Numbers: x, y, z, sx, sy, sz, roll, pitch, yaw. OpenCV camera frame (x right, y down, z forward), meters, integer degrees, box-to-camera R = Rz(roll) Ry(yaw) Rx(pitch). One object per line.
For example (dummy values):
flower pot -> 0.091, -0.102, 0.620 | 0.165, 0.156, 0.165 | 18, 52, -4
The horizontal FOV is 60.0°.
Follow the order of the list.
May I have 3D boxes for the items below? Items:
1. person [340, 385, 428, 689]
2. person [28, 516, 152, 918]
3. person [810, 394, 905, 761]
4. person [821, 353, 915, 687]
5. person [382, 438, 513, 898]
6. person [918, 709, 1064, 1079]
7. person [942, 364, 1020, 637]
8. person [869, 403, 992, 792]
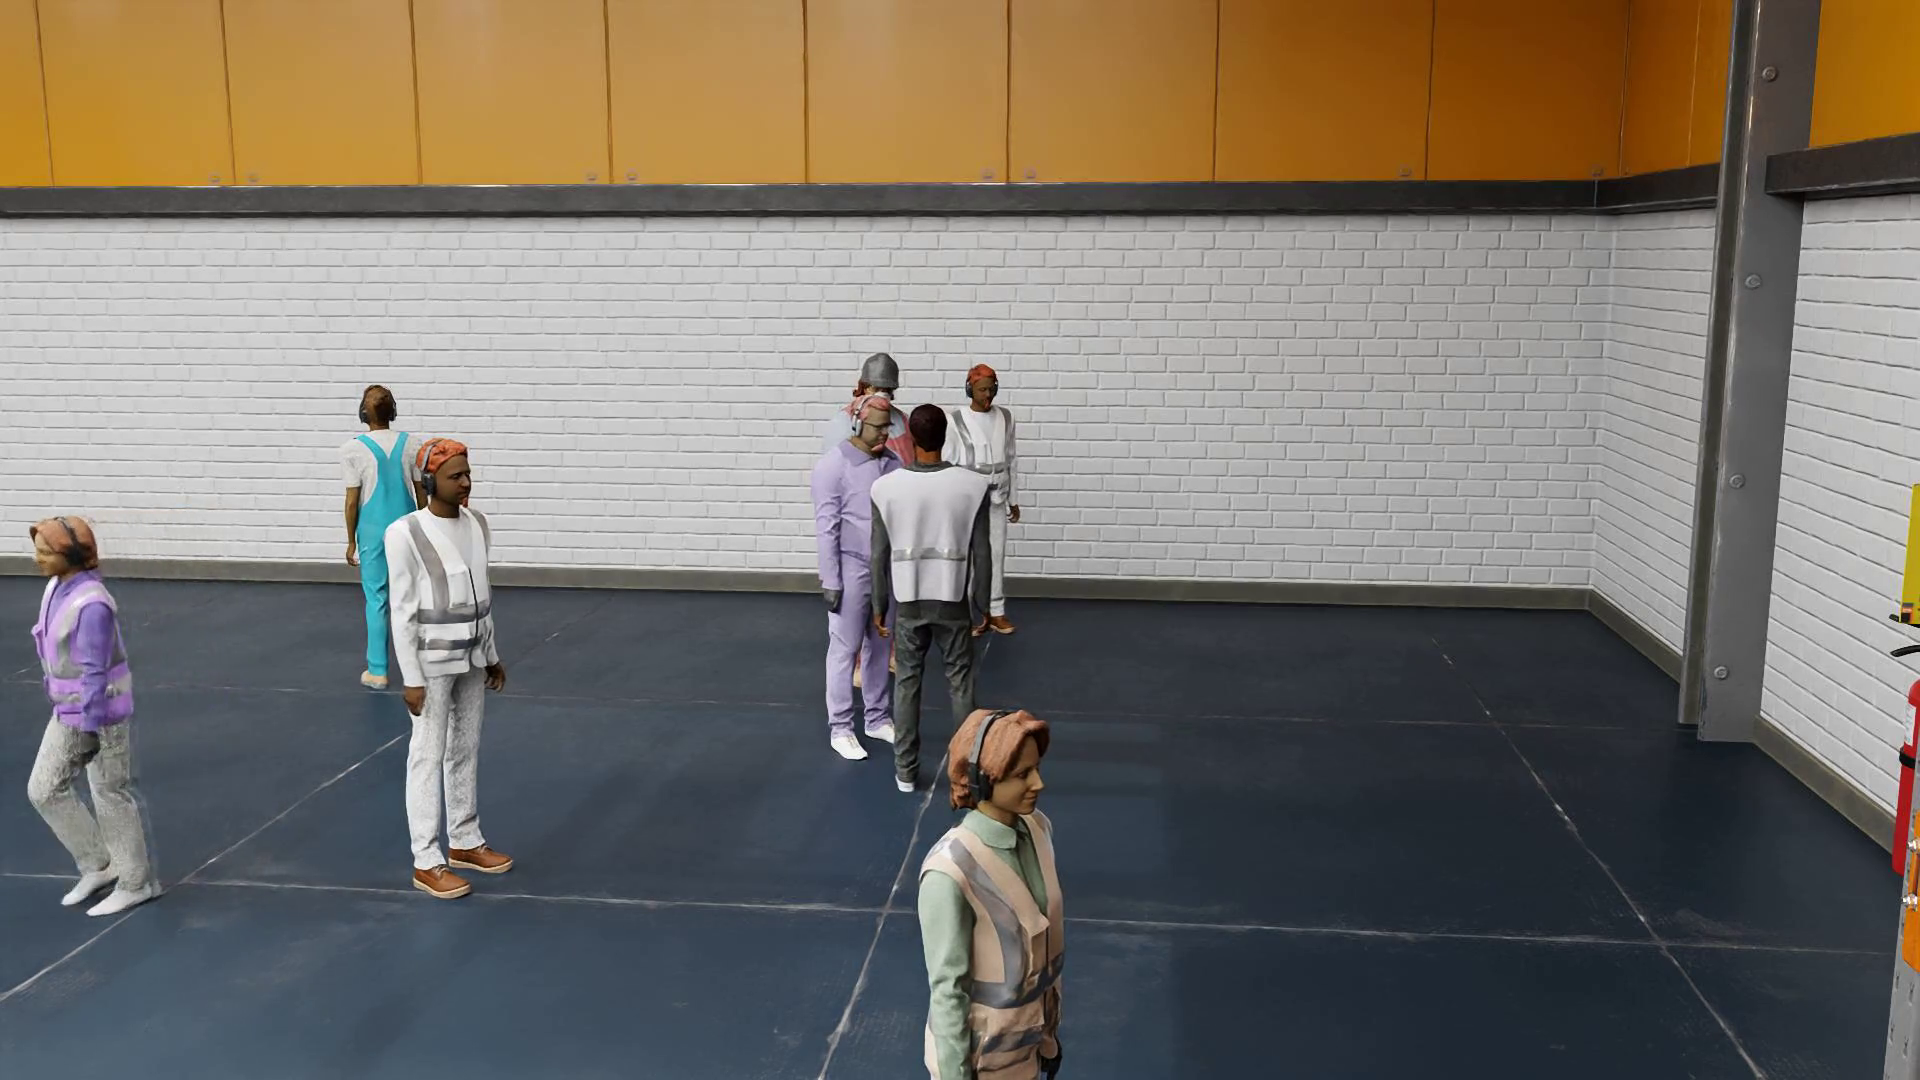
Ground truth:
person -> -3.478, -0.021, 10.091 | 0.507, 1.847, 0.345 | -7, 12, -36
person -> -3.461, 0.705, 6.567 | 0.539, 1.619, 0.433 | 10, 14, 44
person -> -0.475, 0.184, 8.754 | 0.407, 1.905, 0.638 | 8, 13, 40
person -> -0.482, -0.137, 10.196 | 0.536, 2.000, 0.678 | 10, 14, 44
person -> -2.117, 0.516, 6.908 | 0.356, 1.883, 0.573 | 4, 11, 23
person -> 0.075, 1.182, 3.793 | 0.307, 1.641, 0.513 | 5, 11, 26
person -> 0.145, -0.270, 11.433 | 0.583, 1.879, 0.365 | -6, 11, -30
person -> -0.143, 0.295, 8.115 | 0.598, 1.909, 0.382 | 0, 10, -1
